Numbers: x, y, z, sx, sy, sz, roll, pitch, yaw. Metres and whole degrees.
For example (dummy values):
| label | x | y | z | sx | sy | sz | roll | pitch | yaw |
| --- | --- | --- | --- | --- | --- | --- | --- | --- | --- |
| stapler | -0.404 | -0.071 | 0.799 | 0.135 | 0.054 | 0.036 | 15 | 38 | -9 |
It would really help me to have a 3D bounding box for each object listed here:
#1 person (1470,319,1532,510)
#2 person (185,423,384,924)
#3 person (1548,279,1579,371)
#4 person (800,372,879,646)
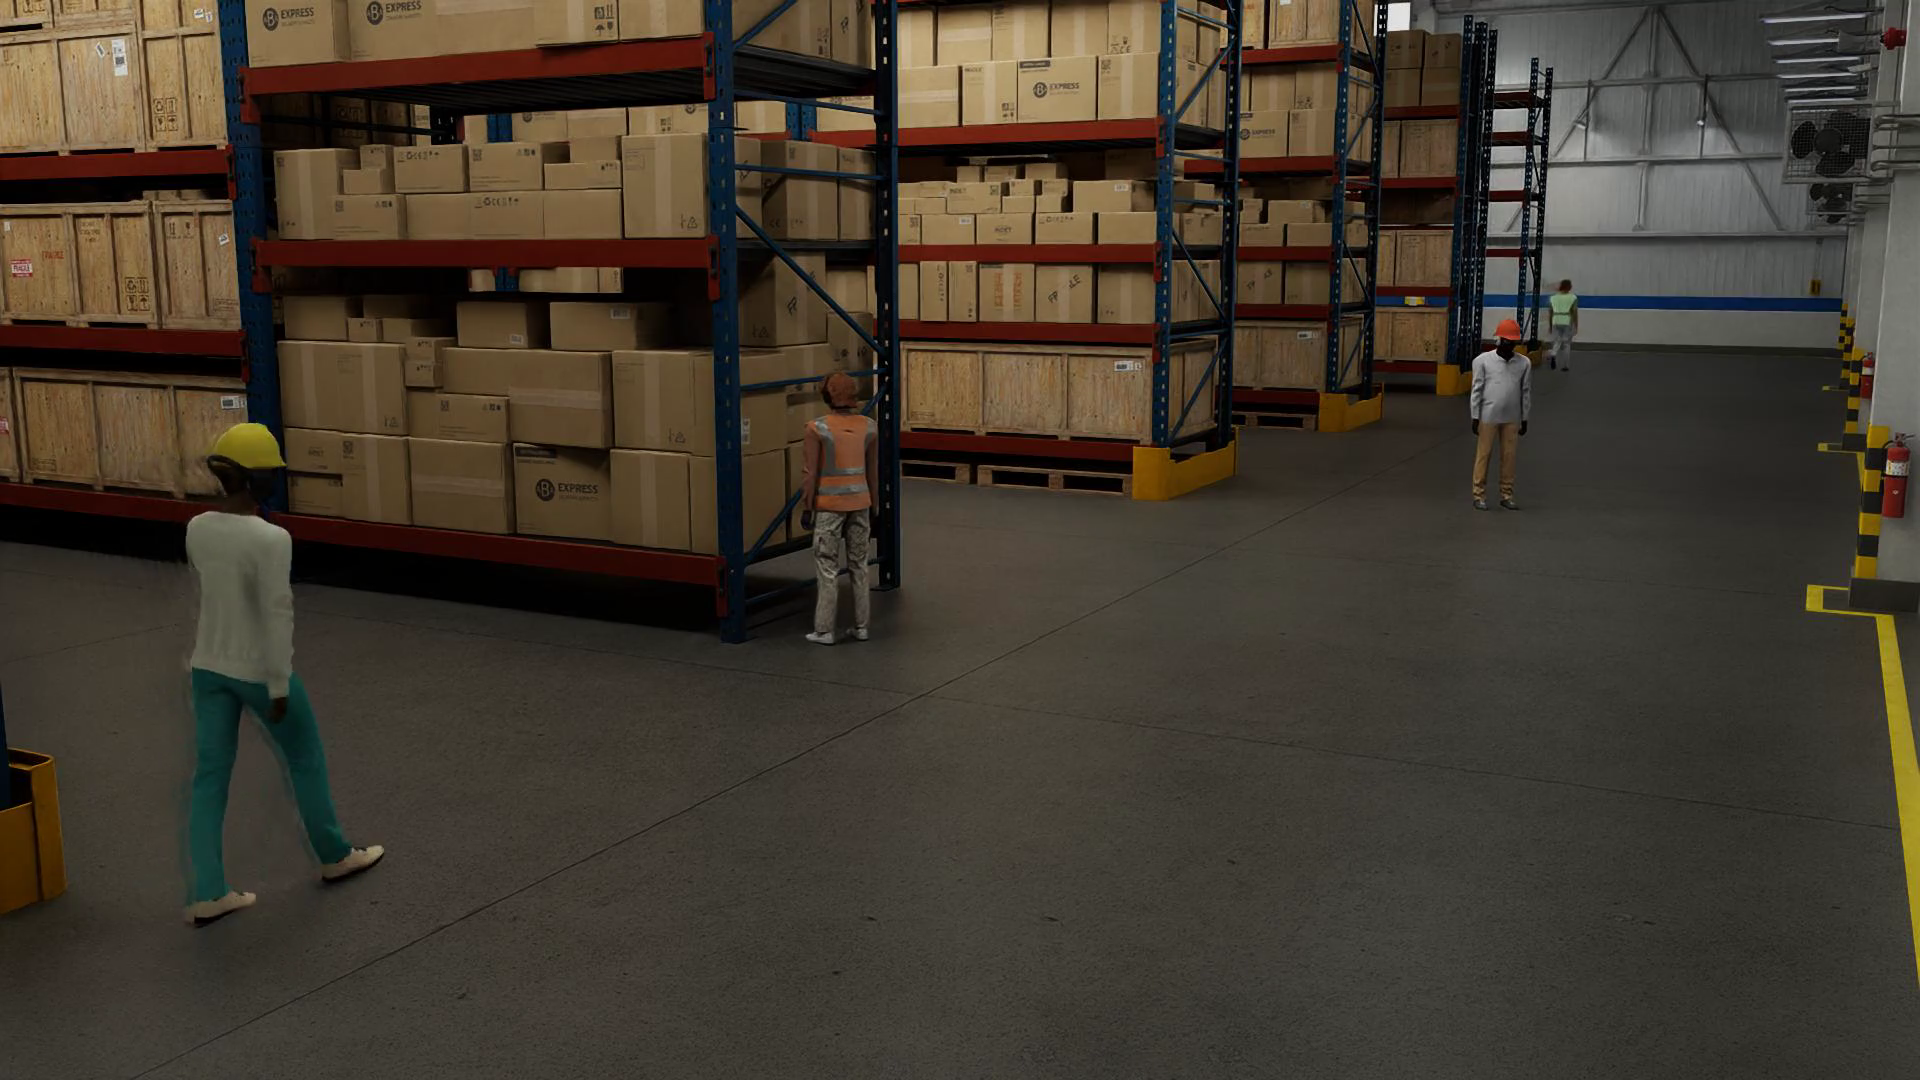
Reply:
| label | x | y | z | sx | sy | sz | roll | pitch | yaw |
| --- | --- | --- | --- | --- | --- | --- | --- | --- | --- |
| person | 4.910 | -1.131 | 15.083 | 0.563 | 1.743 | 0.350 | -1 | 10 | -4 |
| person | -2.478 | 0.446 | 5.964 | 0.535 | 1.732 | 0.817 | 4 | 11 | 23 |
| person | 11.881 | -4.225 | 32.752 | 0.588 | 1.822 | 0.472 | 8 | 13 | 39 |
| person | -0.706 | -0.184 | 9.929 | 0.526 | 1.631 | 0.321 | -7 | 12 | -34 |
